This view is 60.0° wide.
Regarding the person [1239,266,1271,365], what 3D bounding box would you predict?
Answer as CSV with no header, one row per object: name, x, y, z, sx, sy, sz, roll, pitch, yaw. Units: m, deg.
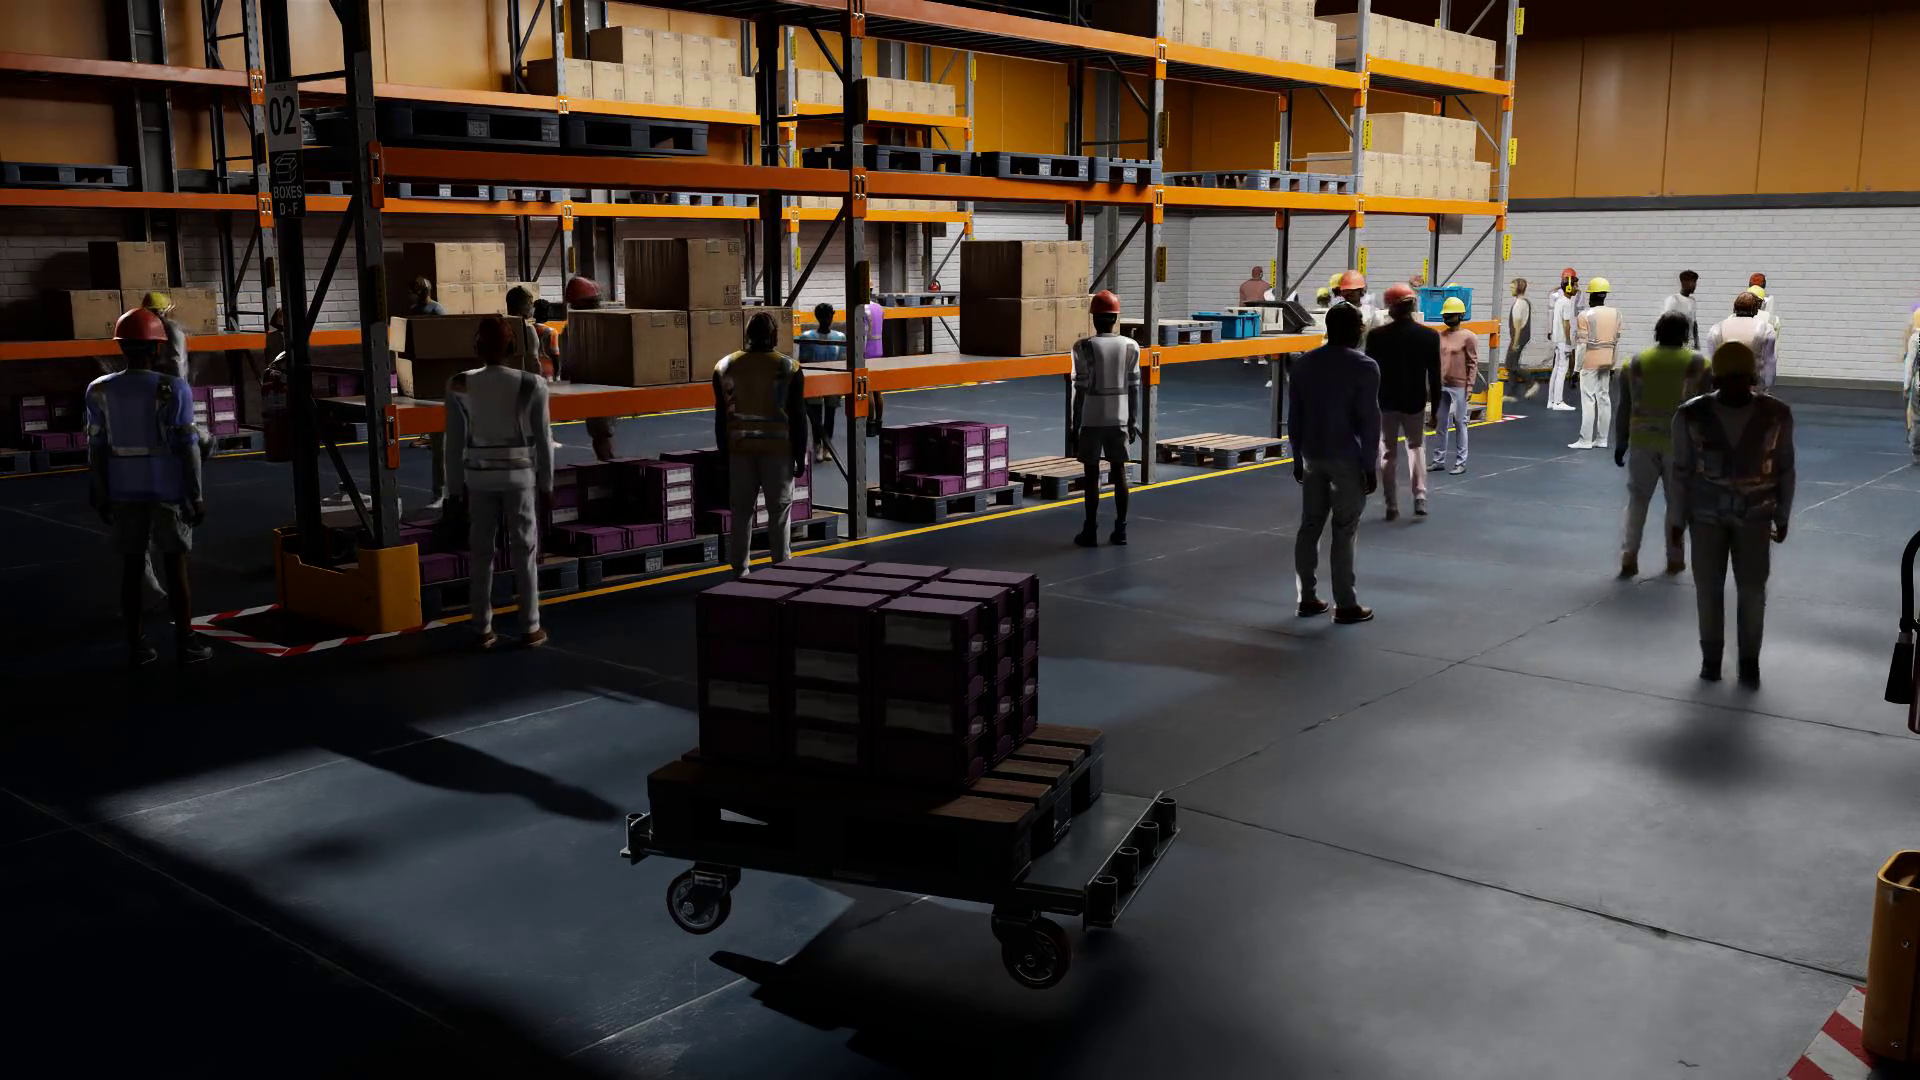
person,5.752,-4.354,32.282,0.652,1.904,0.405,6,12,30

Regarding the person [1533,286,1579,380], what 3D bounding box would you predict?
person,10.262,-3.560,28.596,0.750,1.610,0.526,6,11,29

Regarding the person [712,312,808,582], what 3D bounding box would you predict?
person,-1.305,-0.578,10.995,0.628,1.837,0.429,1,10,8

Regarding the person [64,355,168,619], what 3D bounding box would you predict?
person,-5.116,-0.313,10.083,0.405,1.615,0.549,-10,14,-44

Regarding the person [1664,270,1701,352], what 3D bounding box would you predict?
person,10.292,-2.832,23.525,0.640,1.929,0.885,-7,12,-35

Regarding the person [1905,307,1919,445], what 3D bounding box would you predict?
person,11.176,-2.051,19.075,0.542,1.939,0.365,-2,10,-10

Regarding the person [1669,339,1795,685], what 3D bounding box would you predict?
person,3.962,-0.136,8.579,0.601,1.799,0.519,4,11,22

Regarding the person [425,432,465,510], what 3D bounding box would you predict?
person,-4.433,-1.067,14.347,0.505,1.631,0.266,0,10,2

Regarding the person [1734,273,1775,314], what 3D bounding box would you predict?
person,11.725,-2.988,24.572,0.574,1.883,0.355,9,13,42

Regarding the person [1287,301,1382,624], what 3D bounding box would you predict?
person,2.264,-0.468,10.067,0.366,1.936,0.630,-9,13,-40

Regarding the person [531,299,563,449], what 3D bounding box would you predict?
person,-4.710,-1.854,18.675,0.536,1.690,0.322,5,11,25

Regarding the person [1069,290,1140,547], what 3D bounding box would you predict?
person,1.081,-0.913,12.597,0.551,1.936,0.357,-3,10,-16

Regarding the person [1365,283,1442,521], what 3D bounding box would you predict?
person,3.640,-1.130,13.767,0.643,1.971,0.458,2,10,10

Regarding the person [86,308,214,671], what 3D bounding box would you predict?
person,-4.333,-0.265,8.912,0.552,1.934,0.363,-1,10,-6

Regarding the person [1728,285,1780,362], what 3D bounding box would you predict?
person,9.251,-2.063,19.488,0.591,1.823,0.404,4,11,21

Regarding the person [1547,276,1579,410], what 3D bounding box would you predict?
person,8.452,-2.751,23.263,0.310,1.868,0.533,1,10,3

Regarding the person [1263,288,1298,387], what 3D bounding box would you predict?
person,5.217,-3.441,27.108,0.602,1.903,0.528,6,12,31

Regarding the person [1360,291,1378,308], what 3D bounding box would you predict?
person,6.181,-3.204,25.736,0.628,1.915,0.721,5,11,25

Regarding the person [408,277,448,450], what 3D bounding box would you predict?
person,-5.964,-1.978,18.665,0.633,1.936,0.355,7,12,36

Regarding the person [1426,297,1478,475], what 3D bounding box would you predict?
person,4.908,-1.538,16.647,0.313,1.767,0.533,-8,13,-37

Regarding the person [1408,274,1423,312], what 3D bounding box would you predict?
person,6.865,-3.085,25.192,0.395,1.871,0.735,4,11,23

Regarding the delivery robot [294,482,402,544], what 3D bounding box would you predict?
delivery robot,-4.432,-0.177,12.079,0.477,0.478,0.707,9,14,43

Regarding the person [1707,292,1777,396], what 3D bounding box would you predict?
person,7.450,-1.440,15.878,0.623,1.844,0.429,8,13,38

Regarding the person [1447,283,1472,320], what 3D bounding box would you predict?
person,6.898,-2.718,23.365,0.524,1.770,0.315,3,10,15

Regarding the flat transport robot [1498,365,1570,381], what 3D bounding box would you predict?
flat transport robot,9.771,-2.855,28.398,1.431,0.197,0.652,-6,11,-30

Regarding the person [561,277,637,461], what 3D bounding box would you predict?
person,-3.099,-1.193,13.964,0.646,2.008,0.765,5,11,29

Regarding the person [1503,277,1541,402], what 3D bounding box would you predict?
person,8.196,-2.917,24.312,0.542,1.830,0.516,5,11,27

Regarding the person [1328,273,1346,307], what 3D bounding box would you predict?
person,5.474,-2.843,23.707,0.603,1.892,0.501,-9,13,-40

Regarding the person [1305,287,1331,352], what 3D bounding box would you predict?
person,5.095,-2.697,23.380,0.540,1.718,0.783,3,10,18

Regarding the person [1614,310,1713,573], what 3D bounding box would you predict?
person,4.866,-0.663,11.507,0.639,1.847,0.484,7,12,33

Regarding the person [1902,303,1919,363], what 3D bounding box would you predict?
person,12.845,-2.489,21.972,0.862,1.793,0.593,-7,12,-36

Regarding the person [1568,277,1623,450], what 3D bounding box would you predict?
person,7.115,-1.971,18.652,0.589,1.927,0.369,-4,11,-23

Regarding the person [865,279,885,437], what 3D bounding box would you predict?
person,-1.123,-2.198,19.933,0.376,1.932,0.543,5,11,25

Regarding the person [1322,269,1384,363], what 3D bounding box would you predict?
person,3.921,-1.688,16.721,0.615,2.038,0.395,6,11,29

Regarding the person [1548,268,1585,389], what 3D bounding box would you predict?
person,9.743,-3.404,26.779,0.547,1.937,0.379,3,11,19

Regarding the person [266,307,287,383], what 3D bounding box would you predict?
person,-7.260,-1.689,17.912,0.493,1.624,0.281,6,12,30

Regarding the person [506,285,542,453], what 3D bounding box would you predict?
person,-3.796,-1.218,14.351,0.627,1.934,0.370,9,14,42

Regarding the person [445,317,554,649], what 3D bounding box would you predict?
person,-2.581,-0.314,9.371,0.585,1.877,0.355,-1,10,-8

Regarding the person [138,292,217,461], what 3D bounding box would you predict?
person,-8.046,-1.628,17.012,0.612,1.816,0.570,8,13,37

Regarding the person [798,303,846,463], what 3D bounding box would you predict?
person,-1.405,-1.640,17.446,0.550,1.672,0.666,-3,10,-15

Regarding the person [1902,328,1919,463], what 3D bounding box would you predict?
person,9.993,-1.586,17.103,0.501,1.690,0.925,6,11,30
